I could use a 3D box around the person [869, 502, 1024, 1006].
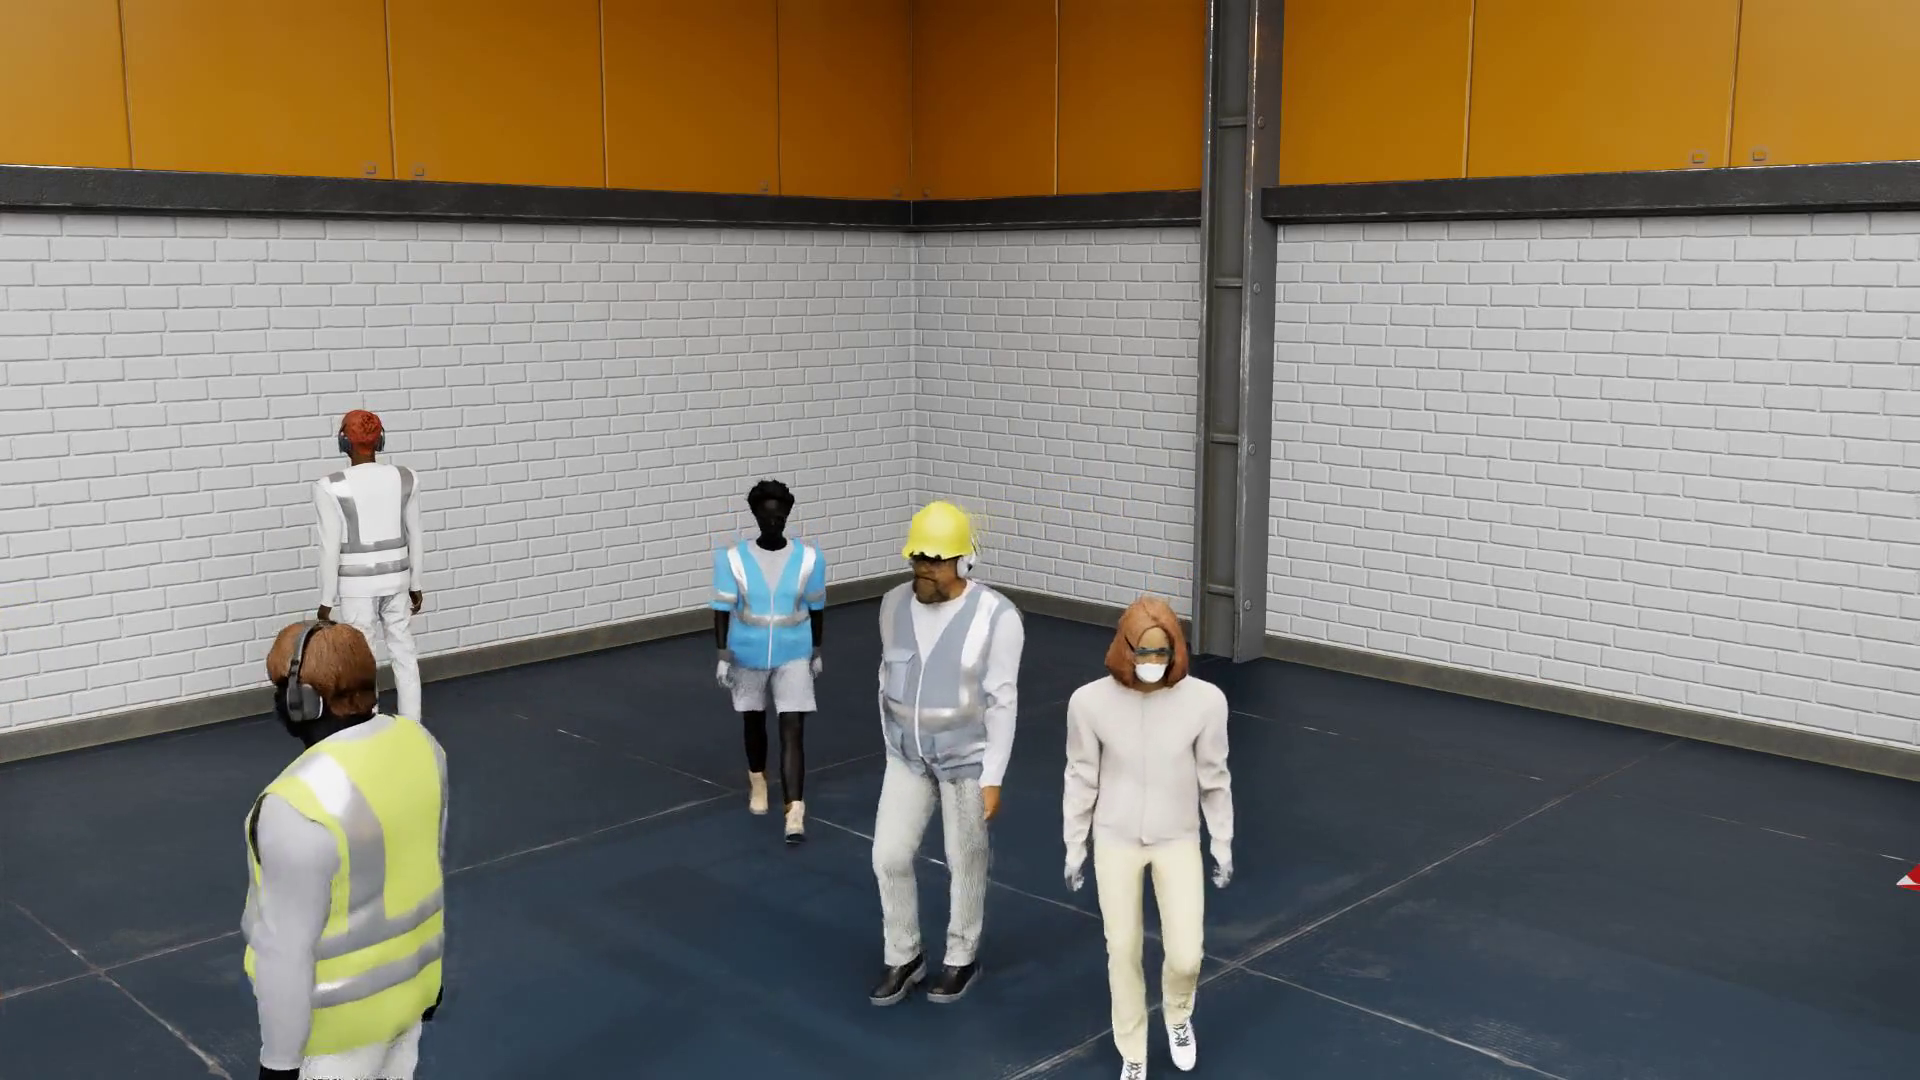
[{"bbox_3d":[-0.082,0.768,5.803,0.590,1.810,0.567,4,10,26],"label":"person"}]

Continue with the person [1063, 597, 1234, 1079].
[{"bbox_3d":[0.581,0.965,5.170,0.526,1.618,0.367,1,9,7],"label":"person"}]

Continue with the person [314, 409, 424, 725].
[{"bbox_3d":[-3.078,0.259,8.707,0.355,1.883,0.573,9,13,44],"label":"person"}]

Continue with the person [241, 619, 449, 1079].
[{"bbox_3d":[-1.358,1.079,3.890,0.645,1.821,0.631,2,9,9],"label":"person"}]

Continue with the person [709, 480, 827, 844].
[{"bbox_3d":[-0.877,0.541,7.676,0.539,1.640,0.910,-1,9,-7],"label":"person"}]
